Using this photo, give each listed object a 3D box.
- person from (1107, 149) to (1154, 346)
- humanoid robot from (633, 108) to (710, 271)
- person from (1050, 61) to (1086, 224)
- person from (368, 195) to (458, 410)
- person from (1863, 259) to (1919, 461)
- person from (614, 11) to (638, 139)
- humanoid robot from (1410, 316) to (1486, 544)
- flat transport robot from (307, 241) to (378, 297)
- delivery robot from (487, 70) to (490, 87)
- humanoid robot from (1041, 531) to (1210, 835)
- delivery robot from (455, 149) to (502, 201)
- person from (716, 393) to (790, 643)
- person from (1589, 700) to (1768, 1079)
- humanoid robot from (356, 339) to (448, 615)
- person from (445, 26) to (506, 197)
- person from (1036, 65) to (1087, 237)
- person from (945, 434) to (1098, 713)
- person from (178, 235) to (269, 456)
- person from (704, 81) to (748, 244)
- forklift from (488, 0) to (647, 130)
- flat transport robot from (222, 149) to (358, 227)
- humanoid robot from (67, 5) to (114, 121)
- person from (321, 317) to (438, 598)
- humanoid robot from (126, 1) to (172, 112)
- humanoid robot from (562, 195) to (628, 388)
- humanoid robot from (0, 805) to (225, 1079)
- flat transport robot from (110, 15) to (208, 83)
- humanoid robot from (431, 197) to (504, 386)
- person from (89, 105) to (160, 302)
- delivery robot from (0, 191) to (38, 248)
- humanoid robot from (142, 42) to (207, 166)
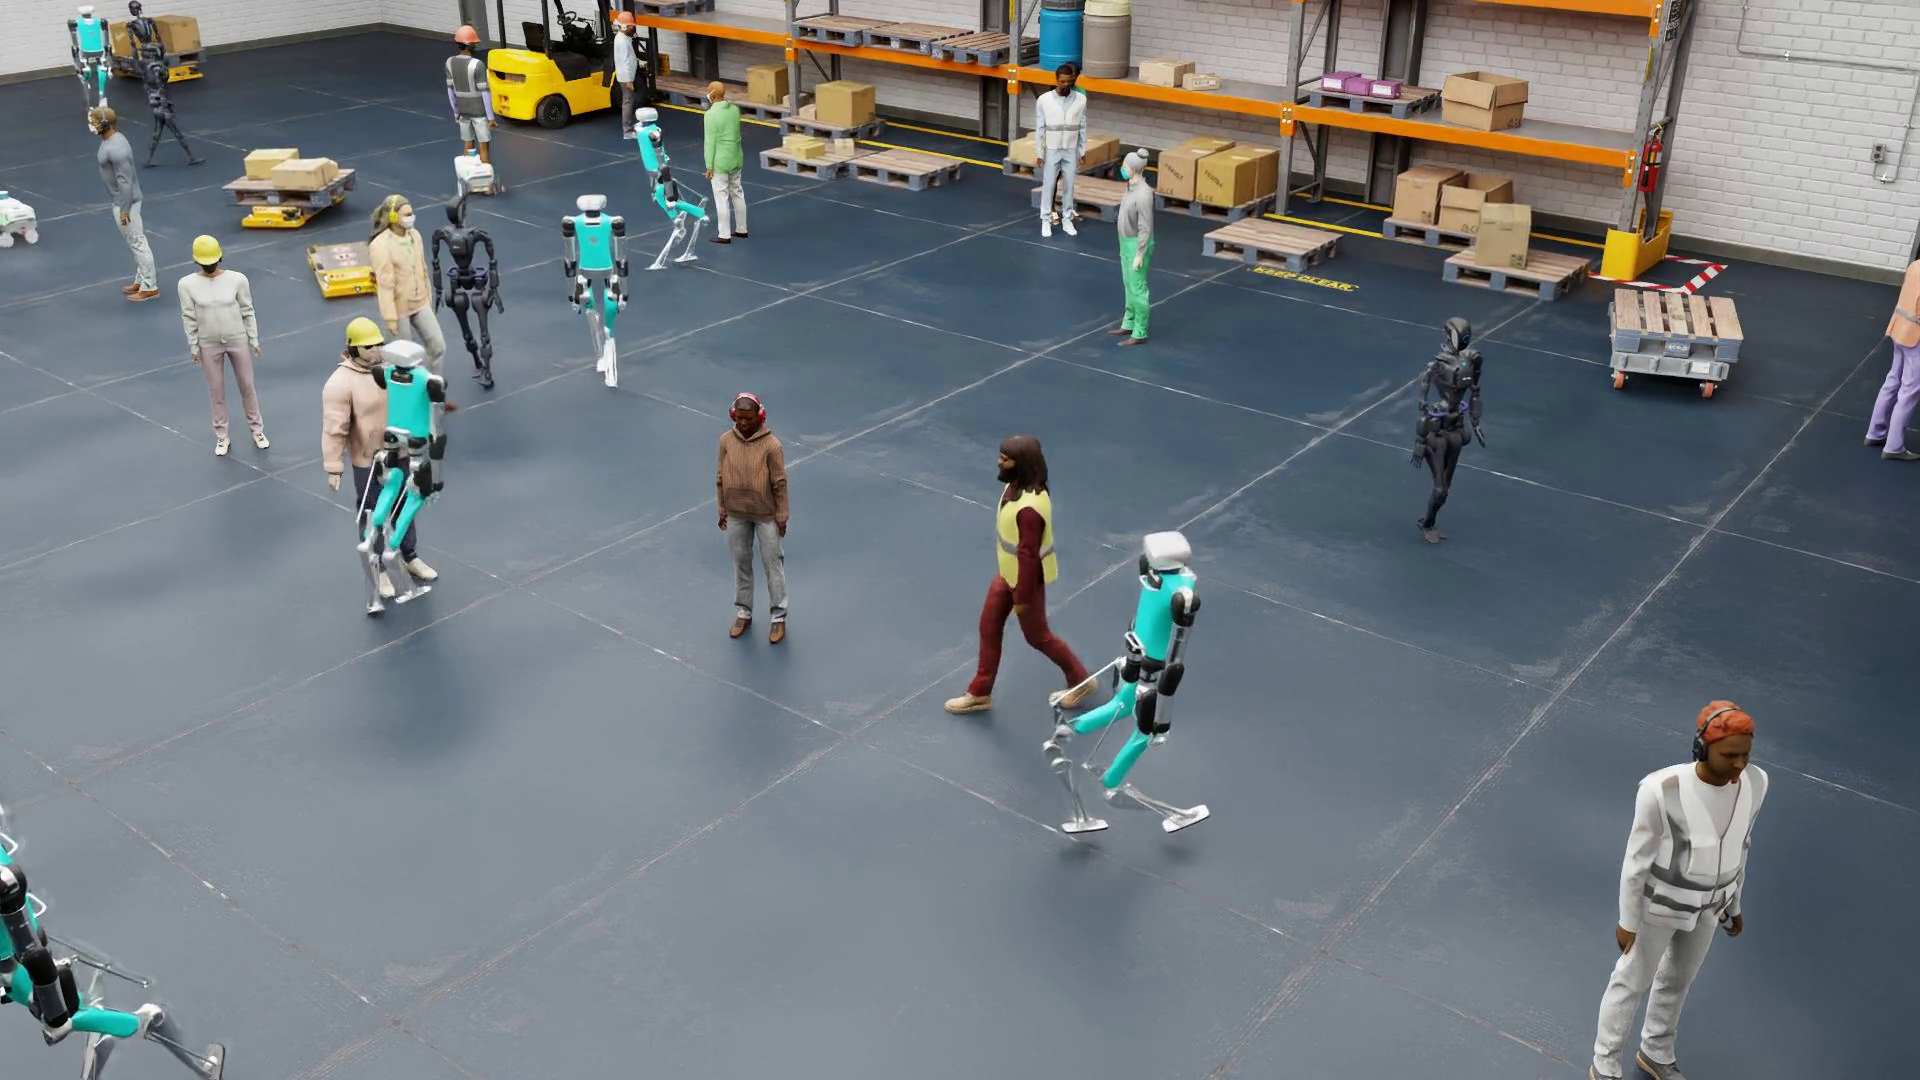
[{"bbox_3d":[1.610,-2.713,15.380,0.345,1.843,0.511,-4,26,-9],"label":"person"},{"bbox_3d":[-2.973,-3.679,17.516,0.818,1.771,0.546,-15,29,-28],"label":"humanoid robot"},{"bbox_3d":[1.234,-4.625,19.335,0.493,1.847,0.396,-14,29,-26],"label":"person"},{"bbox_3d":[-4.532,-1.899,13.679,0.540,1.865,0.616,15,29,28],"label":"person"},{"bbox_3d":[7.412,-1.517,12.912,0.380,1.837,0.562,0,26,0],"label":"person"},{"bbox_3d":[-4.667,-6.544,23.428,0.352,1.742,0.572,-5,26,-11],"label":"person"},{"bbox_3d":[3.386,-0.760,11.525,0.609,1.652,0.361,-14,29,-26],"label":"humanoid robot"},{"bbox_3d":[-6.444,-2.862,17.499,0.659,0.231,1.431,-12,28,-23],"label":"flat transport robot"},{"bbox_3d":[-7.317,-7.381,26.518,0.499,0.585,0.772,2,26,3],"label":"delivery robot"},{"bbox_3d":[0.776,0.796,8.221,0.989,1.729,0.530,-7,27,-14],"label":"humanoid robot"},{"bbox_3d":[-6.024,-4.552,20.652,0.499,0.579,0.774,-12,28,-24],"label":"delivery robot"},{"bbox_3d":[-1.270,-0.152,10.301,0.462,1.648,0.327,6,27,13],"label":"person"},{"bbox_3d":[2.885,1.475,6.661,0.572,1.883,0.354,-7,27,-14],"label":"person"},{"bbox_3d":[-3.655,-0.320,10.586,0.552,1.792,0.874,13,29,25],"label":"humanoid robot"},{"bbox_3d":[-5.957,-5.259,20.426,0.615,2.041,0.377,12,28,24],"label":"person"},{"bbox_3d":[1.140,-4.409,18.815,0.600,1.913,0.391,-6,26,-13],"label":"person"},{"bbox_3d":[0.384,0.208,9.457,0.883,1.732,0.477,-5,26,-11],"label":"person"},{"bbox_3d":[-5.762,-1.530,13.027,0.522,1.760,0.322,-11,28,-22],"label":"person"},{"bbox_3d":[-2.630,-4.208,18.559,0.388,1.776,0.539,16,30,29],"label":"person"},{"bbox_3d":[-5.874,-7.334,24.552,1.214,2.155,2.313,19,32,34],"label":"forklift"},{"bbox_3d":[-7.950,-4.004,19.863,0.659,0.231,1.431,2,26,4],"label":"flat transport robot"},{"bbox_3d":[-12.680,-6.910,24.250,0.554,1.780,1.030,-20,32,-35],"label":"humanoid robot"},{"bbox_3d":[-3.806,-0.562,10.893,0.409,1.870,0.796,20,32,35],"label":"person"},{"bbox_3d":[-12.090,-7.221,24.904,0.447,1.645,0.610,11,28,21],"label":"humanoid robot"},{"bbox_3d":[-3.133,-2.202,14.481,0.543,1.744,1.048,-4,26,-8],"label":"humanoid robot"},{"bbox_3d":[-3.404,1.650,6.551,0.560,1.843,0.851,17,31,32],"label":"humanoid robot"},{"bbox_3d":[-13.399,-7.847,27.822,1.431,0.231,0.659,16,30,30],"label":"flat transport robot"},{"bbox_3d":[-4.281,-2.151,14.427,0.611,1.633,0.652,0,26,0],"label":"humanoid robot"},{"bbox_3d":[-8.347,-3.353,16.598,0.373,1.940,0.627,-13,29,-26],"label":"person"},{"bbox_3d":[-10.751,-3.628,18.777,0.785,0.614,0.499,20,32,35],"label":"delivery robot"},{"bbox_3d":[-10.474,-5.724,21.862,0.805,1.623,0.611,-12,28,-24],"label":"humanoid robot"}]
